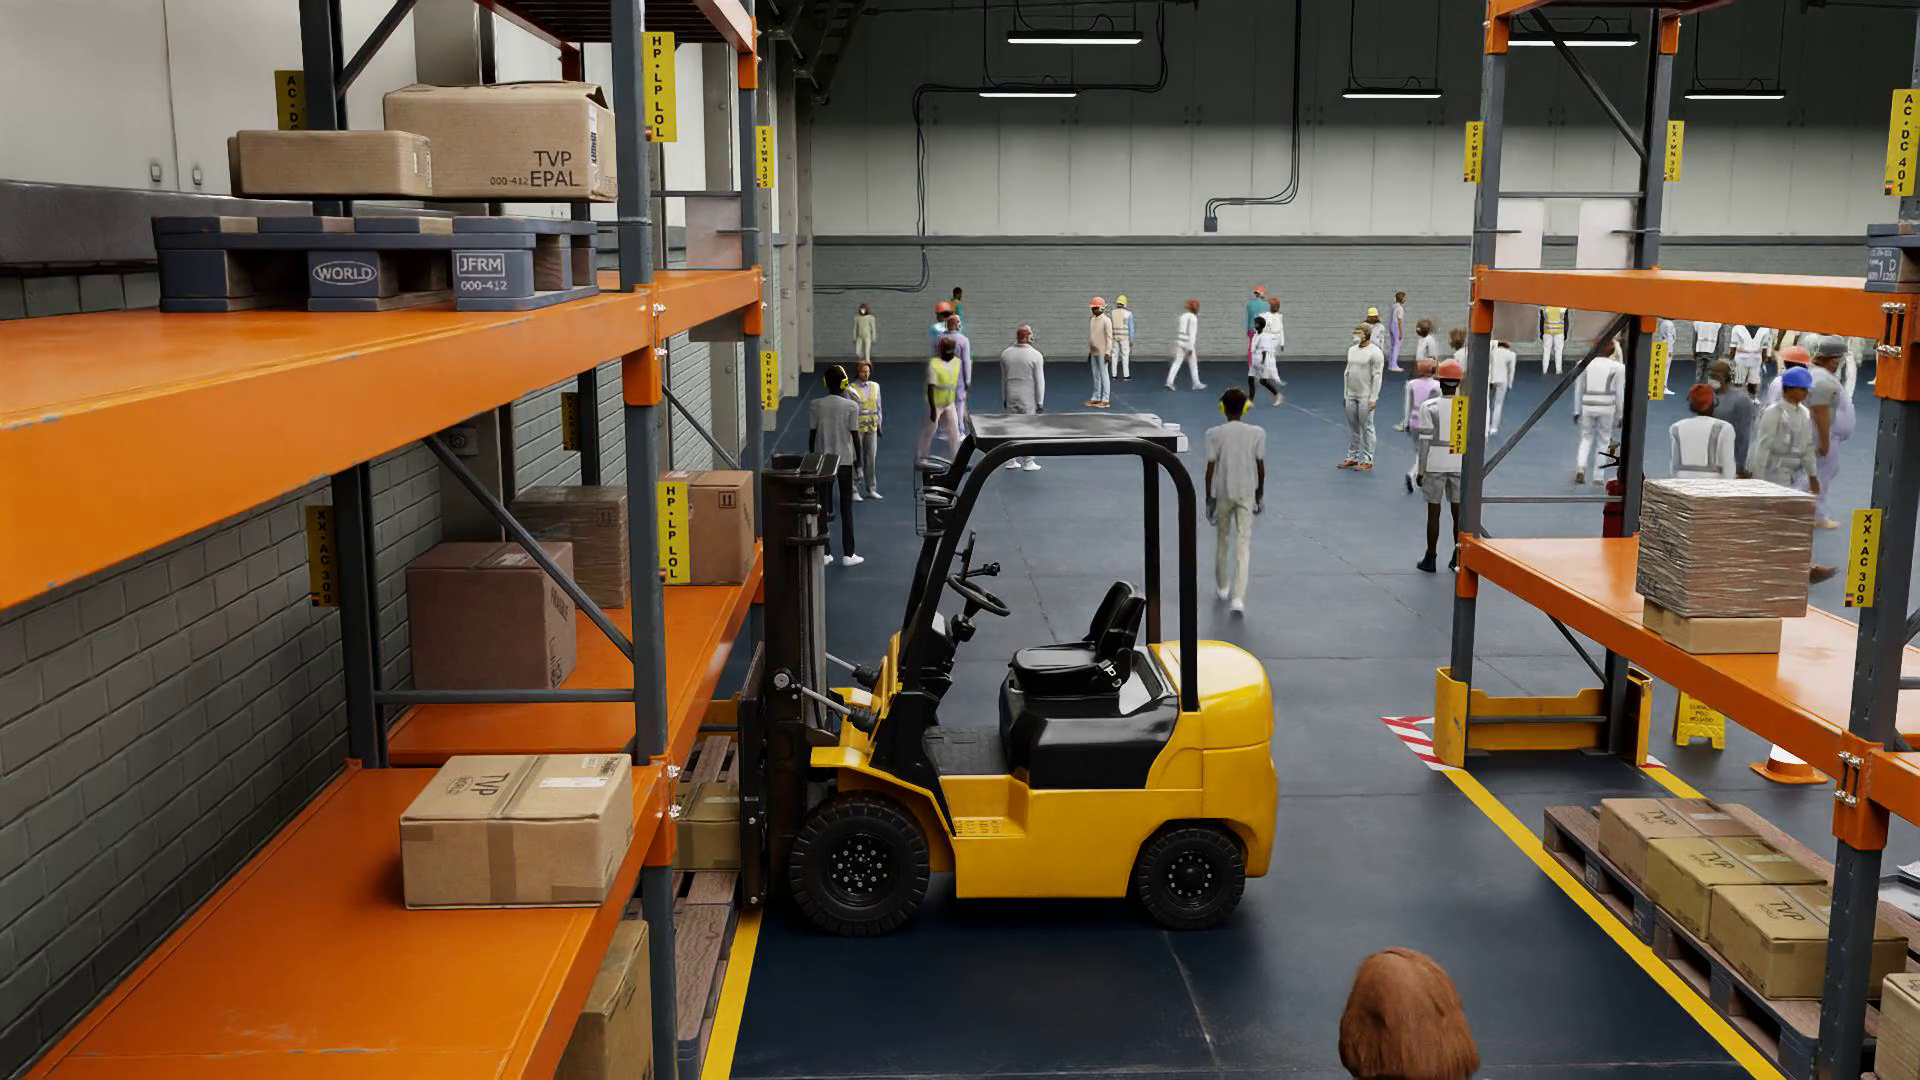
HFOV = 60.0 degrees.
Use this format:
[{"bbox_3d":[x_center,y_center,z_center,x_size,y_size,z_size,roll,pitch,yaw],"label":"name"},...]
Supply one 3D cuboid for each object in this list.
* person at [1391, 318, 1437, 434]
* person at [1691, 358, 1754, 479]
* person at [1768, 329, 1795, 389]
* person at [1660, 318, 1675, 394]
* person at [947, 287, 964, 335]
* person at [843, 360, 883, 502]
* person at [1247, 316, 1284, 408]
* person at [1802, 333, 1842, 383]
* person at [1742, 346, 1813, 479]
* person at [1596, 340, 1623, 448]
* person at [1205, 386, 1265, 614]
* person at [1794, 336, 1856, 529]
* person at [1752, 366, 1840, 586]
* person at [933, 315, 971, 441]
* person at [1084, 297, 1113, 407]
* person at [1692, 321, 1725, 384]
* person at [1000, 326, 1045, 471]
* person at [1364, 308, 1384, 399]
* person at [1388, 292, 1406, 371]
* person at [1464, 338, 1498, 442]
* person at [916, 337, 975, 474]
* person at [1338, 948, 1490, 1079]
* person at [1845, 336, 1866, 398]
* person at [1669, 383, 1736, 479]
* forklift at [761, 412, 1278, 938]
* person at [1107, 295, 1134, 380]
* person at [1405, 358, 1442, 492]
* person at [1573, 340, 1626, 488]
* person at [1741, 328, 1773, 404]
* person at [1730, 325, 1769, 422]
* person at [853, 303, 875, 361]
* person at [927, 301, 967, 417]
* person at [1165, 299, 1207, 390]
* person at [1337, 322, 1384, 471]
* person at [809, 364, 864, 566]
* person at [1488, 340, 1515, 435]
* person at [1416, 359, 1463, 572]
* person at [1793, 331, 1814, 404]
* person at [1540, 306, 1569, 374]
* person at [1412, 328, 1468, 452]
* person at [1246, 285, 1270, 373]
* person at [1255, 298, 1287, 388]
[{"bbox_3d":[7.137,-2.554,25.950,0.909,1.806,0.538,0,10,3],"label":"person"},{"bbox_3d":[7.141,-0.763,15.649,0.541,1.918,0.651,-5,11,-27],"label":"person"},{"bbox_3d":[16.495,-3.998,33.332,0.676,2.000,0.536,-8,13,-38],"label":"person"},{"bbox_3d":[13.925,-3.744,32.744,0.289,1.746,0.485,1,10,4],"label":"person"},{"bbox_3d":[-0.115,-5.020,39.385,0.392,1.913,0.587,-7,12,-33],"label":"person"},{"bbox_3d":[-1.123,-1.263,19.242,0.508,1.631,0.310,-8,13,-39],"label":"person"},{"bbox_3d":[5.427,-3.181,29.799,0.719,1.670,0.536,-3,11,-15],"label":"person"},{"bbox_3d":[13.096,-2.481,25.330,0.632,1.892,0.424,-1,10,-6],"label":"person"},{"bbox_3d":[8.725,-1.167,17.988,0.785,1.900,0.560,9,14,42],"label":"person"},{"bbox_3d":[9.499,-2.297,24.196,0.390,1.923,0.549,5,12,28],"label":"person"},{"bbox_3d":[2.239,-0.333,13.564,0.508,1.830,0.995,1,10,8],"label":"person"},{"bbox_3d":[9.020,-1.128,17.346,0.555,2.000,0.696,5,11,24],"label":"person"},{"bbox_3d":[7.299,-0.560,14.555,0.627,1.895,0.988,-8,13,-36],"label":"person"},{"bbox_3d":[-0.097,-2.429,24.998,0.646,1.900,0.399,7,12,33],"label":"person"},{"bbox_3d":[2.509,-3.397,30.112,0.396,1.993,0.617,-6,12,-28],"label":"person"},{"bbox_3d":[13.662,-3.409,30.394,0.397,1.919,0.590,-8,13,-38],"label":"person"},{"bbox_3d":[0.837,-1.858,21.825,0.636,1.900,0.399,6,12,31],"label":"person"},{"bbox_3d":[7.811,-3.540,31.613,0.484,1.744,0.295,0,10,2],"label":"person"},{"bbox_3d":[10.110,-4.812,38.451,0.341,1.838,0.501,-1,10,-7],"label":"person"},{"bbox_3d":[7.731,-2.394,24.859,0.577,1.878,0.342,-1,10,-8],"label":"person"},{"bbox_3d":[-0.204,-1.731,21.476,0.607,1.763,0.997,-9,14,-43],"label":"person"},{"bbox_3d":[0.870,1.593,3.314,0.499,1.635,0.287,-5,11,-25],"label":"person"},{"bbox_3d":[16.248,-3.216,30.183,0.342,1.617,0.680,7,12,33],"label":"person"},{"bbox_3d":[6.009,-0.341,13.491,0.604,1.846,0.611,-8,13,-37],"label":"person"},{"bbox_3d":[0.291,0.548,7.580,2.313,2.155,1.214,0,10,-2],"label":"forklift"},{"bbox_3d":[3.473,-4.361,35.934,0.591,1.833,0.404,5,11,27],"label":"person"},{"bbox_3d":[5.534,-1.370,19.878,0.721,1.612,0.526,-10,14,-44],"label":"person"},{"bbox_3d":[7.746,-1.550,20.150,0.613,1.876,0.432,8,13,39],"label":"person"},{"bbox_3d":[14.632,-3.451,30.611,0.594,1.922,0.385,2,10,13],"label":"person"},{"bbox_3d":[13.068,-2.928,27.576,0.600,1.967,0.368,2,10,9],"label":"person"},{"bbox_3d":[-2.163,-4.509,37.320,0.520,1.620,0.341,2,10,13],"label":"person"},{"bbox_3d":[-0.196,-2.999,27.918,0.598,1.999,1.043,-9,14,-42],"label":"person"},{"bbox_3d":[4.566,-3.941,33.587,0.866,1.856,0.643,-4,11,-23],"label":"person"},{"bbox_3d":[5.248,-1.871,21.769,0.372,1.940,0.631,-6,12,-29],"label":"person"},{"bbox_3d":[-1.144,-0.691,15.385,0.535,1.869,0.314,3,11,15],"label":"person"},{"bbox_3d":[8.330,-2.431,25.910,0.563,1.577,0.884,4,11,23],"label":"person"},{"bbox_3d":[4.397,-0.668,15.069,0.545,1.938,0.356,0,10,-3],"label":"person"},{"bbox_3d":[15.635,-3.449,30.771,0.508,1.864,0.329,1,10,3],"label":"person"},{"bbox_3d":[13.505,-4.701,37.807,0.632,1.843,0.429,5,11,25],"label":"person"},{"bbox_3d":[6.768,-2.020,22.968,0.917,1.801,0.522,6,12,28],"label":"person"},{"bbox_3d":[6.824,-4.808,37.989,0.609,1.988,0.392,7,13,36],"label":"person"},{"bbox_3d":[6.445,-4.081,34.410,0.581,1.832,0.993,-7,12,-34],"label":"person"}]
